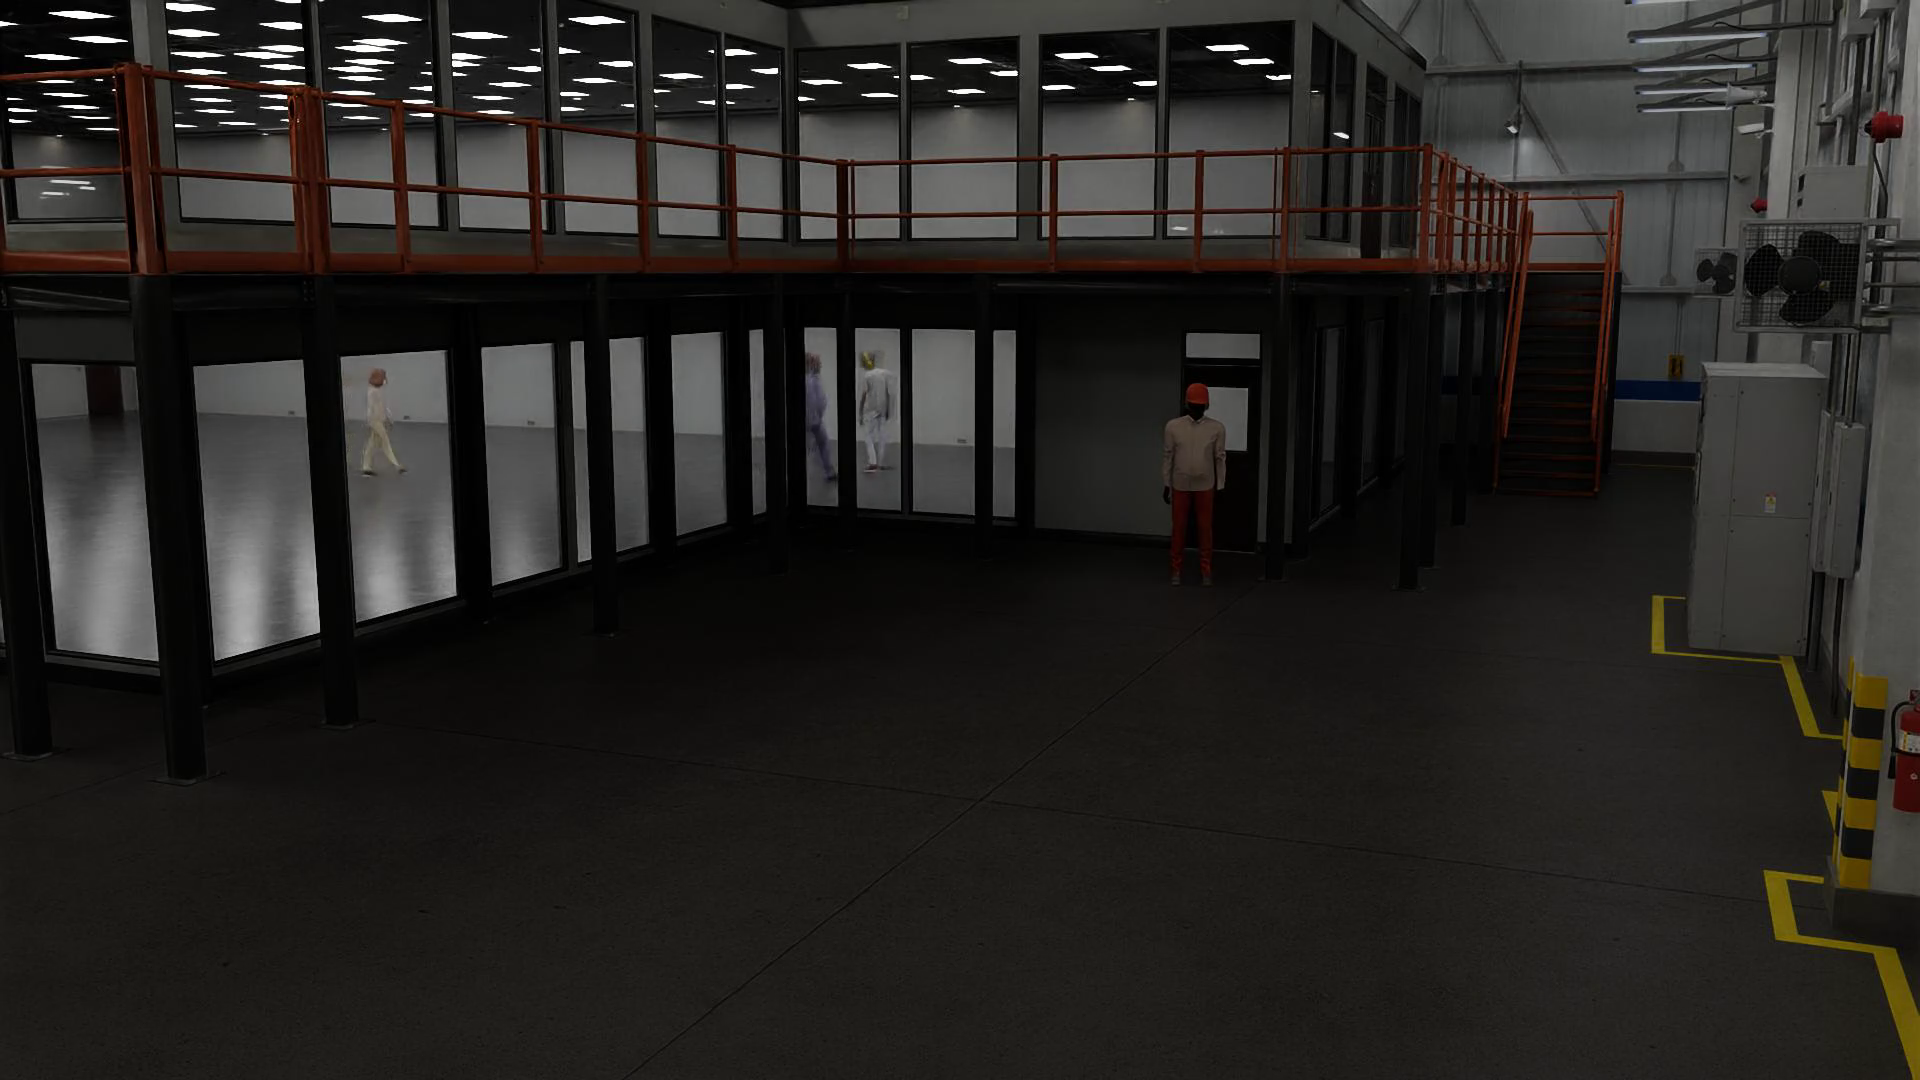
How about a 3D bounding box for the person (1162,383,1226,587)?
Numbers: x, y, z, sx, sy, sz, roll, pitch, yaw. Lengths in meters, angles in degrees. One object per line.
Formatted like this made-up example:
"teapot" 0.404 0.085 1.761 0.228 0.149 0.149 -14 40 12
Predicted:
"person" 2.265 -0.531 16.109 0.612 1.986 0.406 1 9 8
